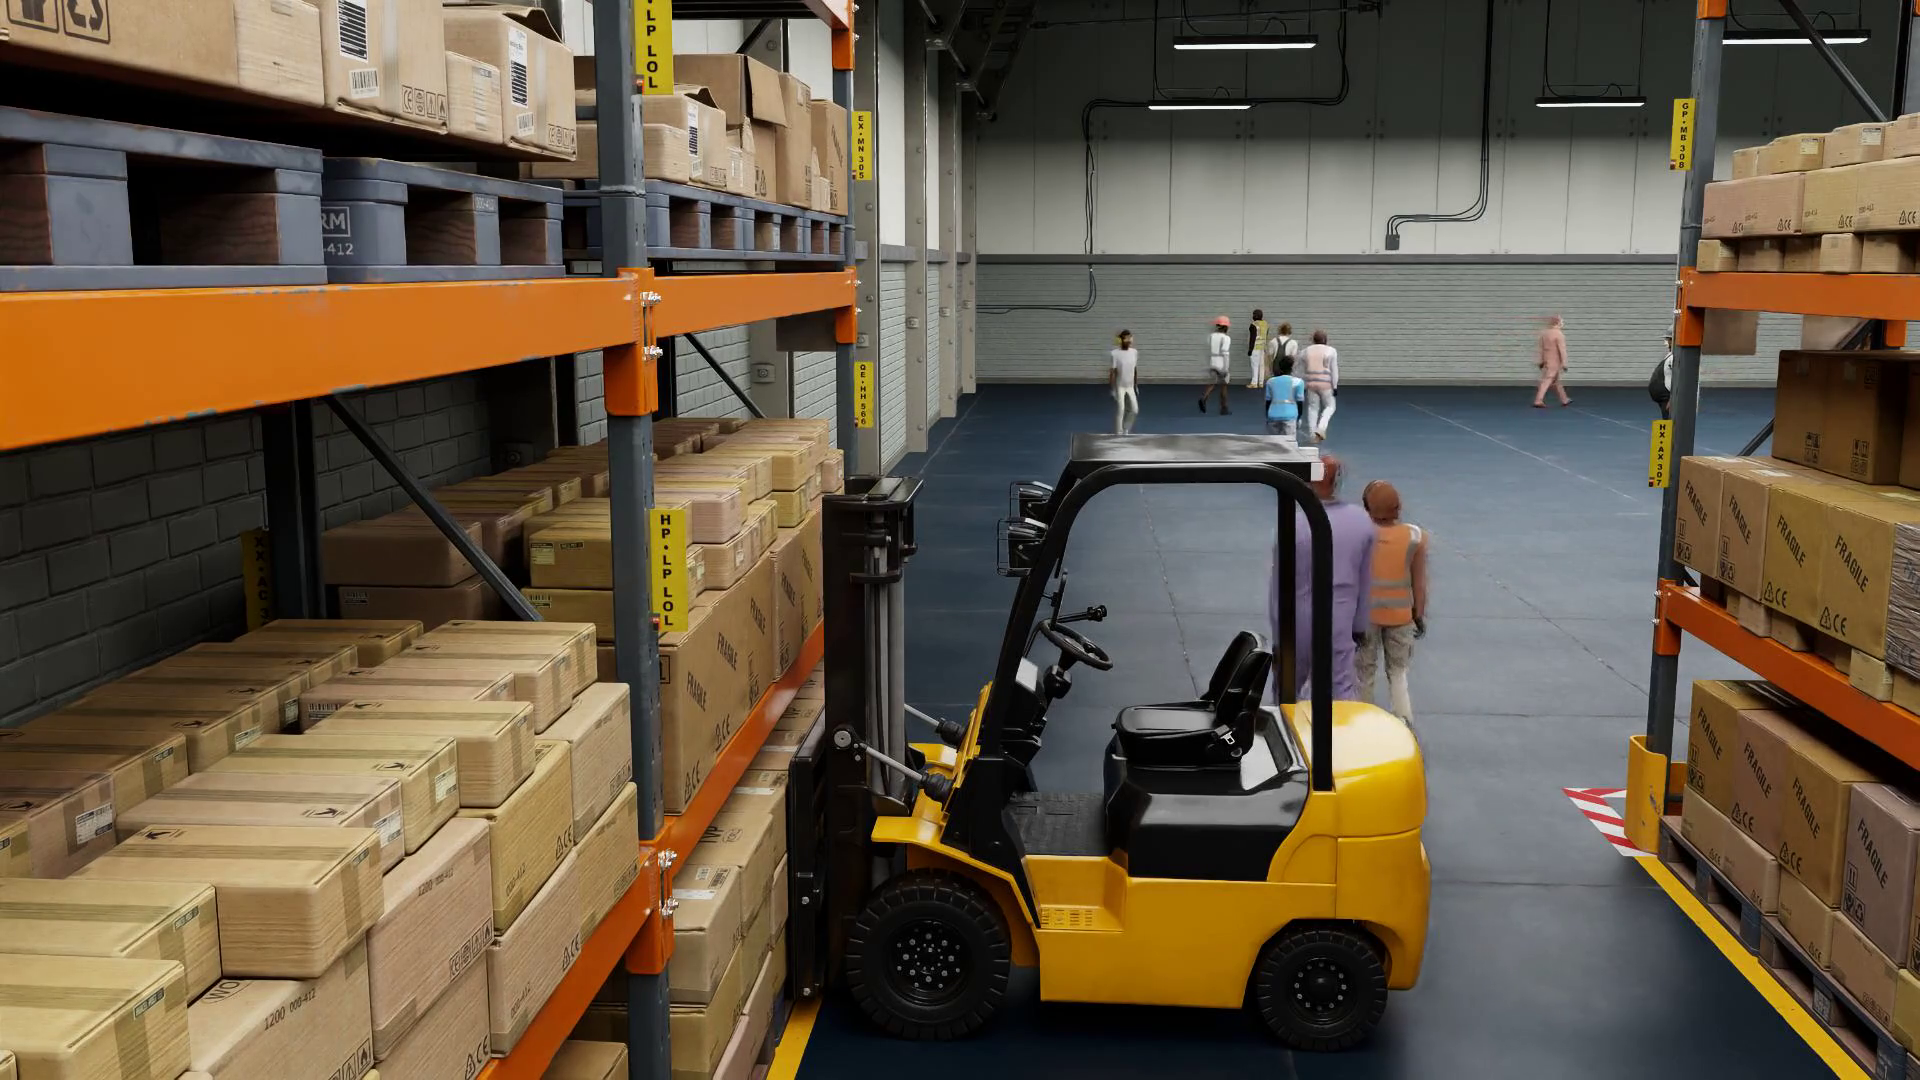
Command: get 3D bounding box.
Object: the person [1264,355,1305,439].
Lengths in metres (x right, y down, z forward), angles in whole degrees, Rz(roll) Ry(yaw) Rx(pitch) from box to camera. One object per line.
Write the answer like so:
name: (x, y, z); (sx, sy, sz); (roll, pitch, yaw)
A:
person: (4.315, -1.614, 22.140); (0.543, 1.673, 0.545); (5, 11, 28)

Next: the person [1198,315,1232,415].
person: (4.915, -3.329, 31.784); (0.693, 1.923, 0.560); (-7, 11, -35)

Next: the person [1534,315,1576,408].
person: (12.028, -3.583, 33.492); (1.005, 1.854, 0.672); (-2, 9, -9)

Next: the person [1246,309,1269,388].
person: (6.959, -4.486, 39.026); (0.429, 1.843, 0.633); (9, 13, 42)

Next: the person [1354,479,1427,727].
person: (2.454, 0.464, 9.661); (0.533, 1.624, 0.460); (0, 9, 0)

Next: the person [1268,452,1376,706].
person: (1.944, 0.462, 8.940); (0.660, 1.874, 0.842); (-4, 10, -21)

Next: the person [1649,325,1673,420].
person: (10.050, -2.035, 23.575); (0.538, 2.000, 0.681); (4, 10, 22)

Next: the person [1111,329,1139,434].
person: (2.629, -2.418, 26.443); (0.563, 1.855, 0.417); (-4, 10, -25)

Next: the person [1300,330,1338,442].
person: (5.840, -2.492, 26.984); (0.655, 1.826, 0.446); (7, 12, 36)

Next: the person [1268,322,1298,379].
person: (5.944, -3.102, 30.710); (0.552, 1.822, 0.546); (5, 10, 26)
